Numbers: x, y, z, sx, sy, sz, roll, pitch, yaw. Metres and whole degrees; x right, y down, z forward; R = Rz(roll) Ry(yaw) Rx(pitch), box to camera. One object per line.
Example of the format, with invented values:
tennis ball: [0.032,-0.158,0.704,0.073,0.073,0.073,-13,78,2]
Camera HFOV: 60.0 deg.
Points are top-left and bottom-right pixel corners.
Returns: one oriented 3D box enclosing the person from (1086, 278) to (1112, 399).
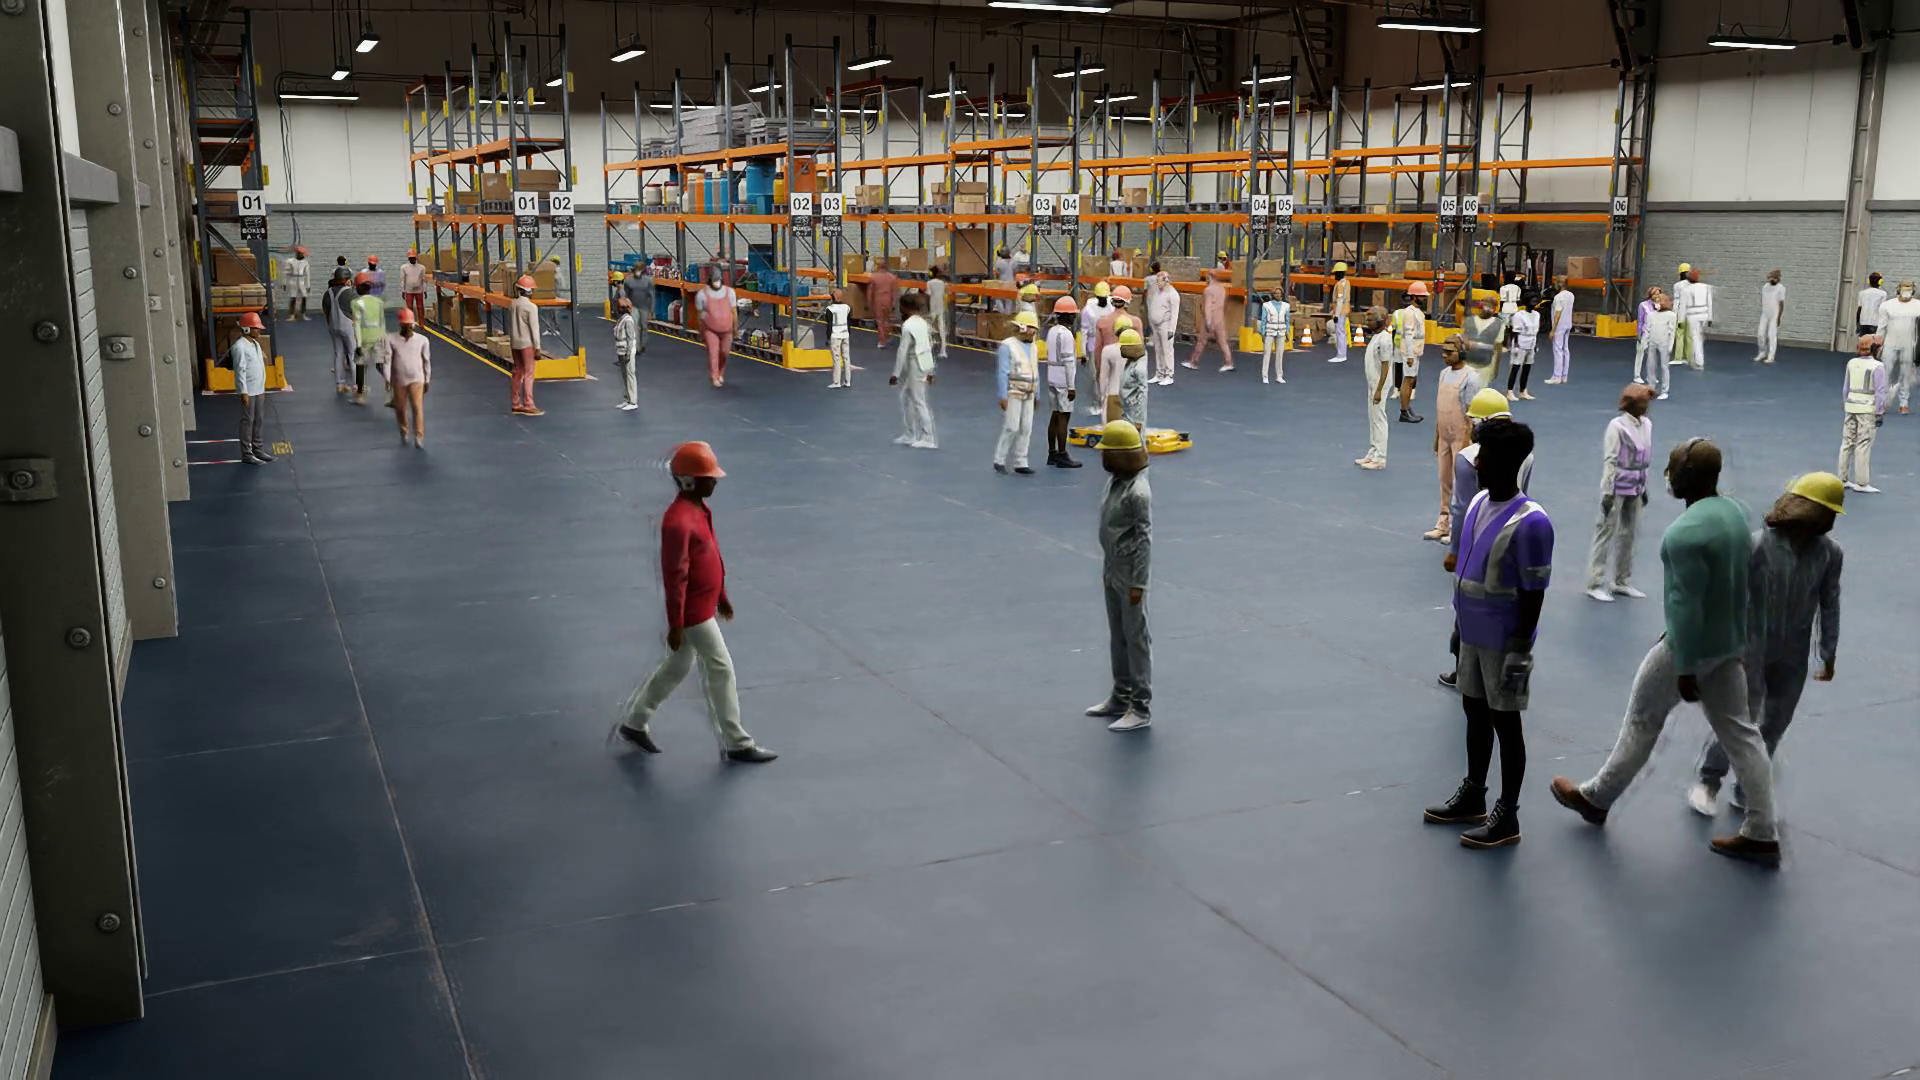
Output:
person: [2.216,-3.114,25.755,0.586,1.882,0.341,-2,11,-10]

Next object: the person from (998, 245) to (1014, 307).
person: [1.419,-8.130,51.188,0.594,1.908,0.391,9,14,37]

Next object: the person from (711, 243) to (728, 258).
person: [-6.997,-7.635,48.423,0.753,2.012,0.594,7,13,33]

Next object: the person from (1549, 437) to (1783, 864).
person: [3.301,0.477,7.533,0.620,1.876,1.069,-8,14,-37]

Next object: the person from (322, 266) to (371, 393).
person: [-9.836,-3.386,26.738,0.684,2.000,0.538,4,12,20]

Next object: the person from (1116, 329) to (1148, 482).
person: [1.689,-1.206,16.420,0.322,1.741,0.490,-2,11,-12]

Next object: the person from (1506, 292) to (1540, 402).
person: [8.654,-2.957,25.477,0.543,1.689,0.321,-7,13,-30]

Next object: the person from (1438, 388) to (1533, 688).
person: [3.157,0.000,10.063,0.602,1.830,0.404,-7,13,-31]

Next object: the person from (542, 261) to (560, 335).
person: [-9.683,-5.716,39.335,0.486,1.746,0.290,4,12,21]

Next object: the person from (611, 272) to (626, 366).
person: [-6.446,-4.194,31.547,0.312,1.769,0.522,-3,12,-16]

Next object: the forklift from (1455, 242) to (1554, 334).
forklift: [13.047,-6.049,39.881,2.313,2.155,1.214,-5,12,-23]

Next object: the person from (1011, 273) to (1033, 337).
person: [1.211,-4.259,31.985,0.431,1.719,0.565,6,13,28]

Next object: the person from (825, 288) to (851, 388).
person: [-2.004,-3.316,27.400,0.315,1.641,0.514,10,15,42]

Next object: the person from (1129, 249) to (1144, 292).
person: [5.204,-7.610,48.811,0.621,1.819,0.405,-7,13,-32]

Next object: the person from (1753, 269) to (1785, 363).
person: [15.534,-4.271,31.833,0.505,1.804,0.529,-6,13,-30]

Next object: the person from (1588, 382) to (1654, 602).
person: [4.945,-0.359,12.396,0.525,1.635,0.317,-8,14,-37]

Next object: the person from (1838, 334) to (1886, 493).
person: [9.349,-1.313,17.225,0.306,1.640,0.523,-2,11,-12]

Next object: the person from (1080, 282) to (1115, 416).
person: [2.034,-2.693,23.568,0.609,1.901,0.526,-4,12,-21]

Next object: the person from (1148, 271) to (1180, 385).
person: [3.409,-3.562,27.992,0.407,1.902,0.638,-5,12,-24]

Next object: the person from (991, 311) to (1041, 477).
person: [0.648,-1.592,18.214,0.444,1.802,0.648,10,15,42]

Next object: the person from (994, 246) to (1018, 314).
person: [1.158,-6.625,43.198,0.692,2.000,0.537,-5,12,-23]

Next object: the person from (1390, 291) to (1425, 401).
person: [6.893,-2.994,25.651,0.537,1.691,0.319,9,14,37]

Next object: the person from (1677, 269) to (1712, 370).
person: [13.585,-4.087,30.796,0.606,1.843,0.698,-3,12,-16]

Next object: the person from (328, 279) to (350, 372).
person: [-11.286,-3.897,30.236,0.324,1.688,0.530,2,11,11]

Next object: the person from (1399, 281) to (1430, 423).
person: [6.273,-2.591,22.961,0.356,1.937,0.552,5,12,24]

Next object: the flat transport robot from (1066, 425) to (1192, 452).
flat transport robot: [2.071,-1.267,20.484,1.431,0.197,0.652,9,14,37]

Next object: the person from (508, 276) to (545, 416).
person: [-6.200,-2.776,23.795,0.618,1.984,0.426,10,15,41]

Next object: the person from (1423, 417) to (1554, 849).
person: [2.430,0.417,7.598,0.367,1.967,0.603,-3,11,-13]

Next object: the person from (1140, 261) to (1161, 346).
person: [4.190,-5.067,35.786,0.521,1.848,0.824,-4,12,-21]

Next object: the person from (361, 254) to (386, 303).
person: [-13.663,-5.684,38.737,0.580,1.911,0.499,-6,13,-28]

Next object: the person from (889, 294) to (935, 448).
person: [-0.627,-2.078,20.486,0.730,1.889,0.594,3,12,15]

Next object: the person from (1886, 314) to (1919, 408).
person: [13.793,-2.703,23.910,0.806,1.799,0.643,9,14,39]

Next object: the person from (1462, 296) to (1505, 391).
person: [6.790,-2.283,21.722,0.619,1.811,0.437,8,14,34]

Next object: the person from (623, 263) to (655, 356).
person: [-6.536,-4.714,33.922,0.638,1.882,1.070,-2,11,-8]

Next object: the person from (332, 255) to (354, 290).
person: [-14.703,-5.859,39.729,0.512,1.877,0.328,-2,11,-11]
